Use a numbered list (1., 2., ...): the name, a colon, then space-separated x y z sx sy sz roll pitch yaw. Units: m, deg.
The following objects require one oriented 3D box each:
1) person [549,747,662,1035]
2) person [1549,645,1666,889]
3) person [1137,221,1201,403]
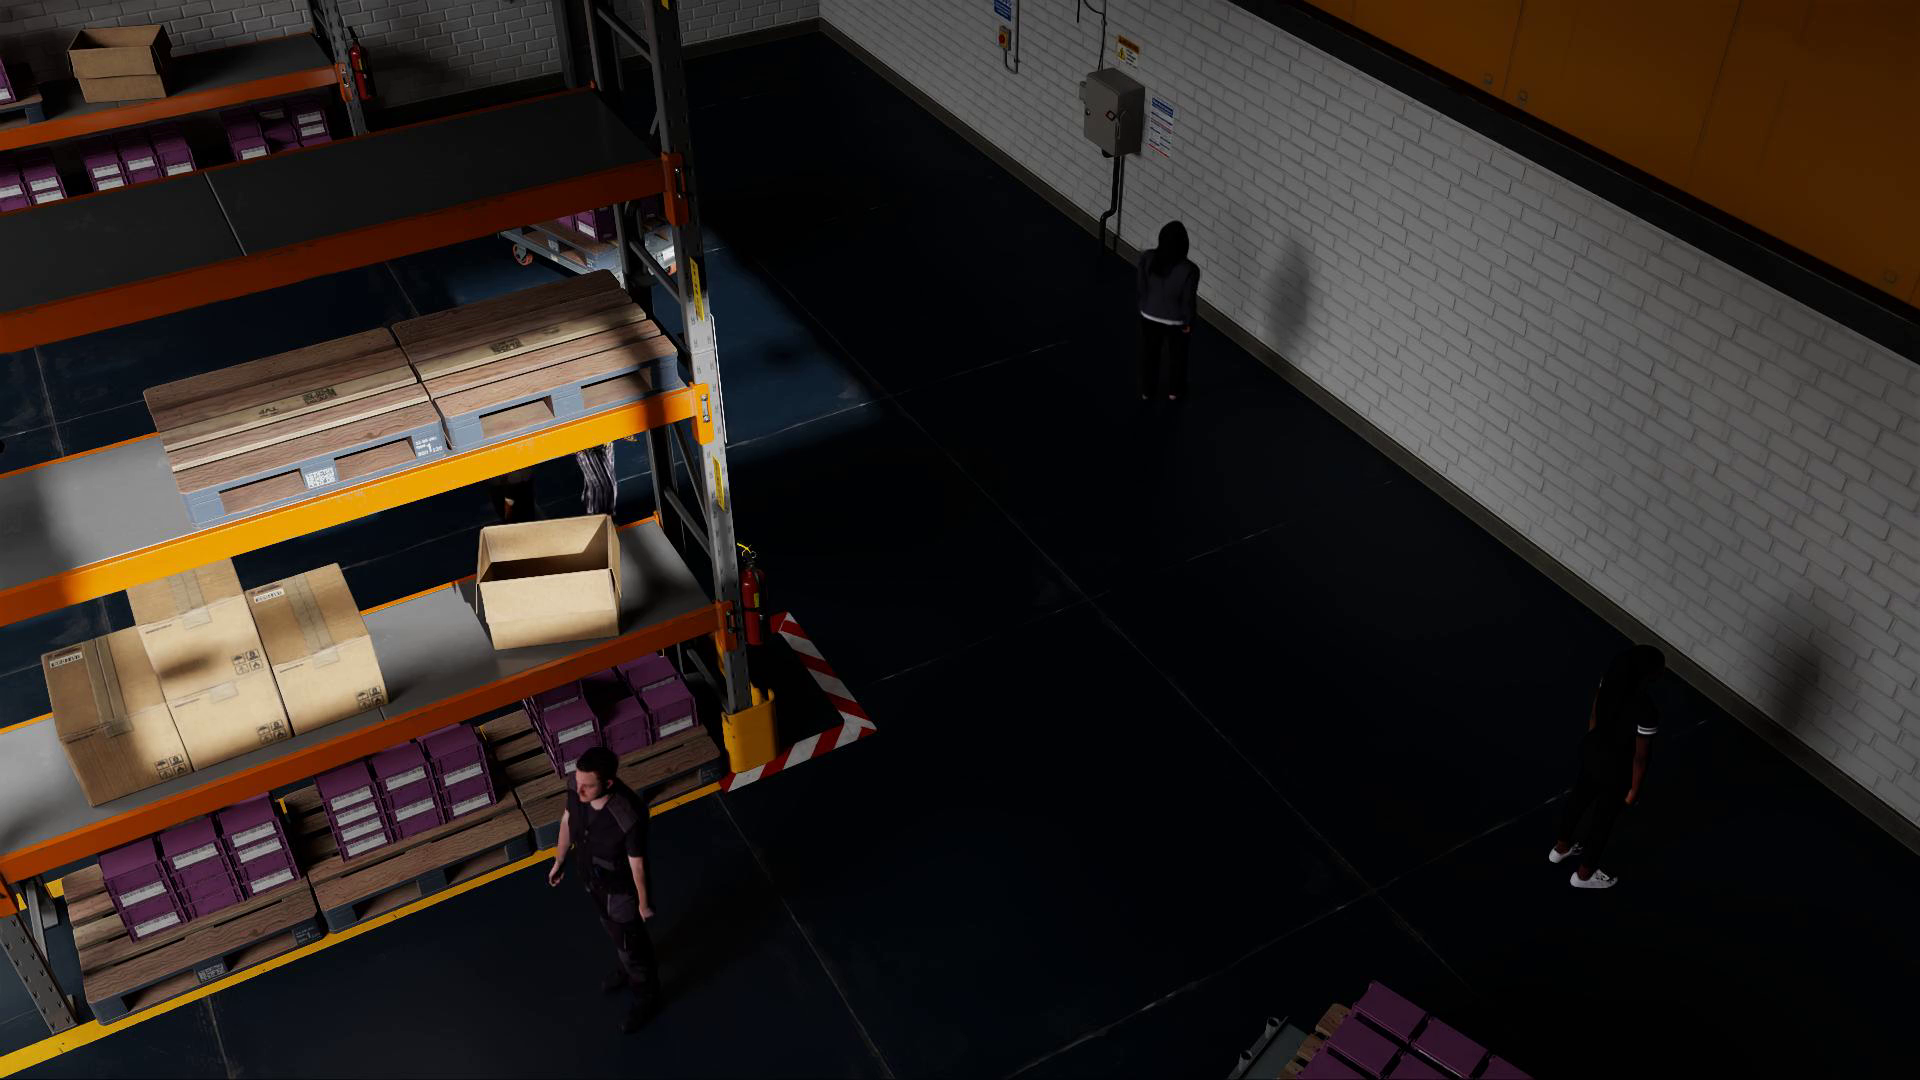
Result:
1. person: -1.754 1.703 8.575 0.799 1.842 0.762 32 48 33
2. person: 3.618 1.243 9.242 0.646 1.728 0.659 -11 40 -14
3. person: 1.606 -1.789 13.148 0.801 1.591 0.837 17 42 20
